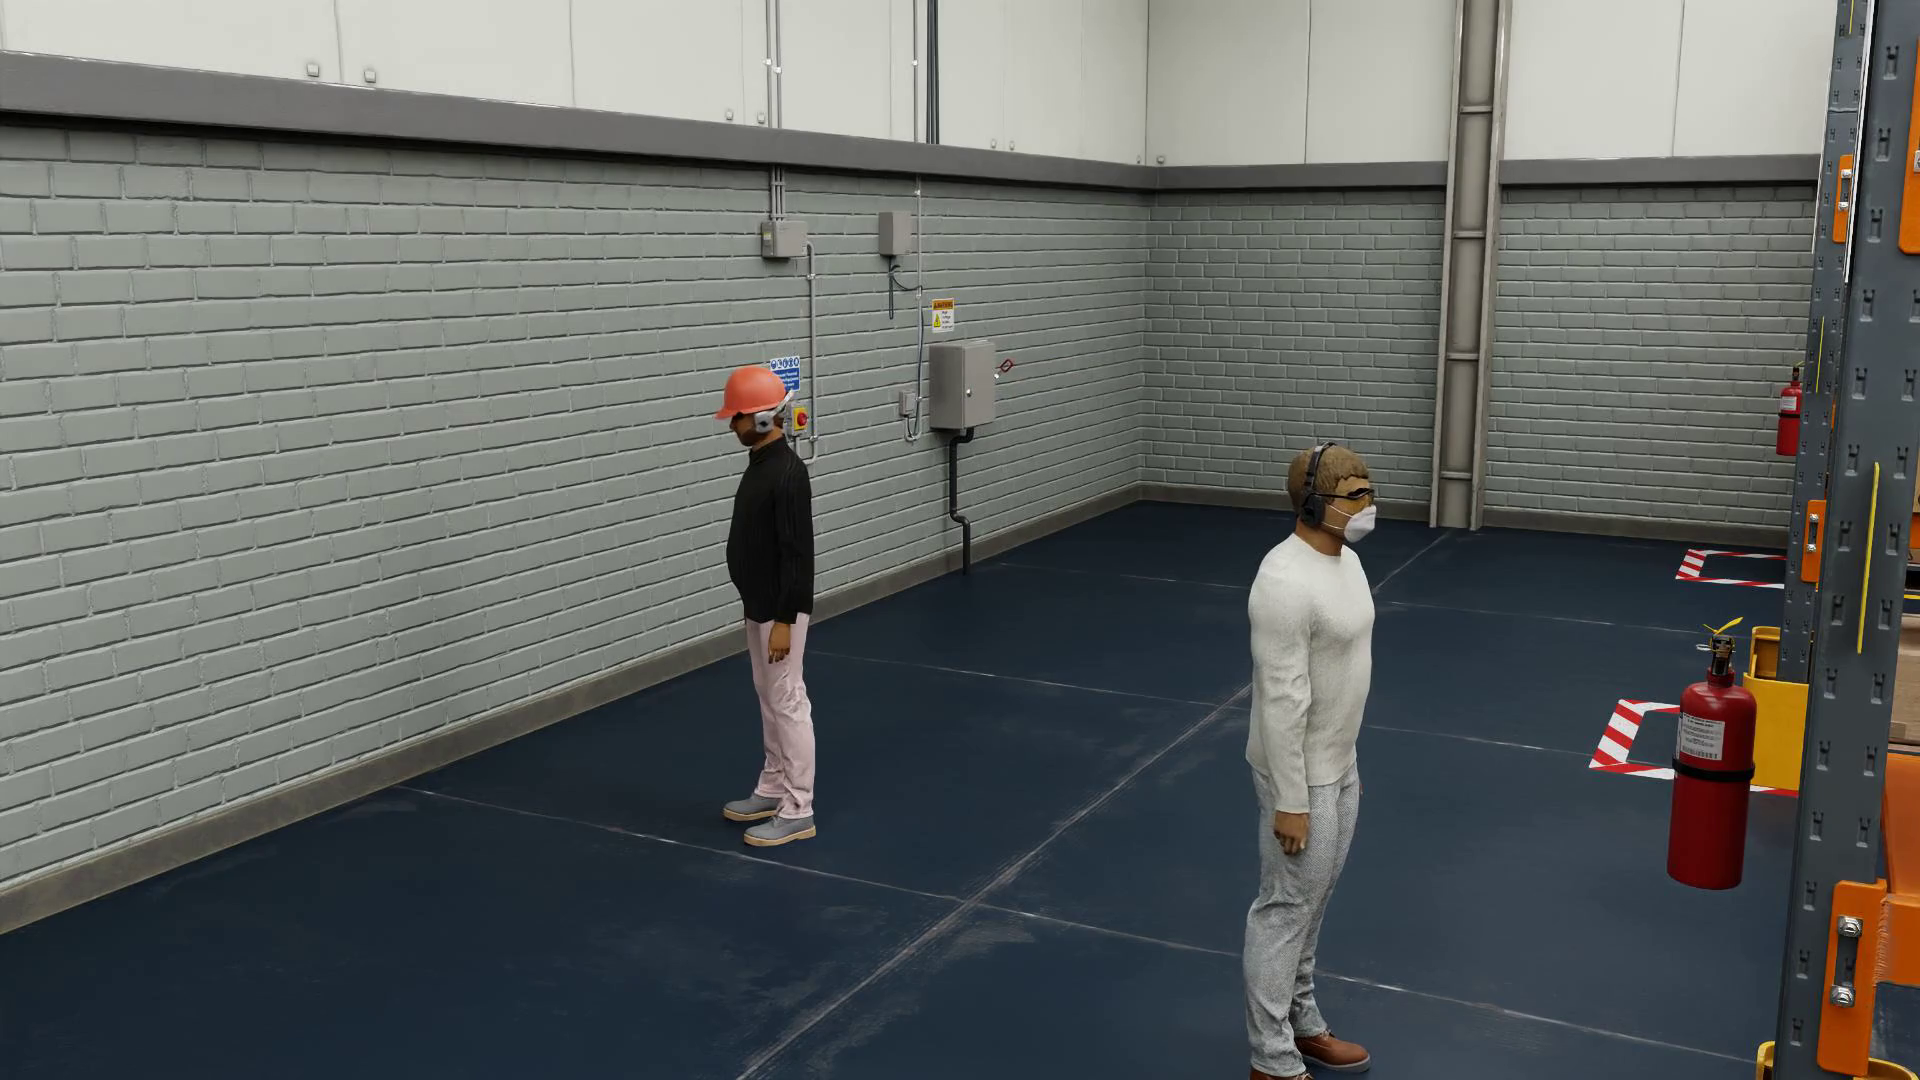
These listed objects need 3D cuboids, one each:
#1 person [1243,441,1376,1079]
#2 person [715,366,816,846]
[{"bbox_3d":[1.026,0.678,4.827,0.372,1.940,0.632,5,12,26],"label":"person"},{"bbox_3d":[-0.800,0.271,6.916,0.392,1.985,0.610,-4,11,-20],"label":"person"}]
